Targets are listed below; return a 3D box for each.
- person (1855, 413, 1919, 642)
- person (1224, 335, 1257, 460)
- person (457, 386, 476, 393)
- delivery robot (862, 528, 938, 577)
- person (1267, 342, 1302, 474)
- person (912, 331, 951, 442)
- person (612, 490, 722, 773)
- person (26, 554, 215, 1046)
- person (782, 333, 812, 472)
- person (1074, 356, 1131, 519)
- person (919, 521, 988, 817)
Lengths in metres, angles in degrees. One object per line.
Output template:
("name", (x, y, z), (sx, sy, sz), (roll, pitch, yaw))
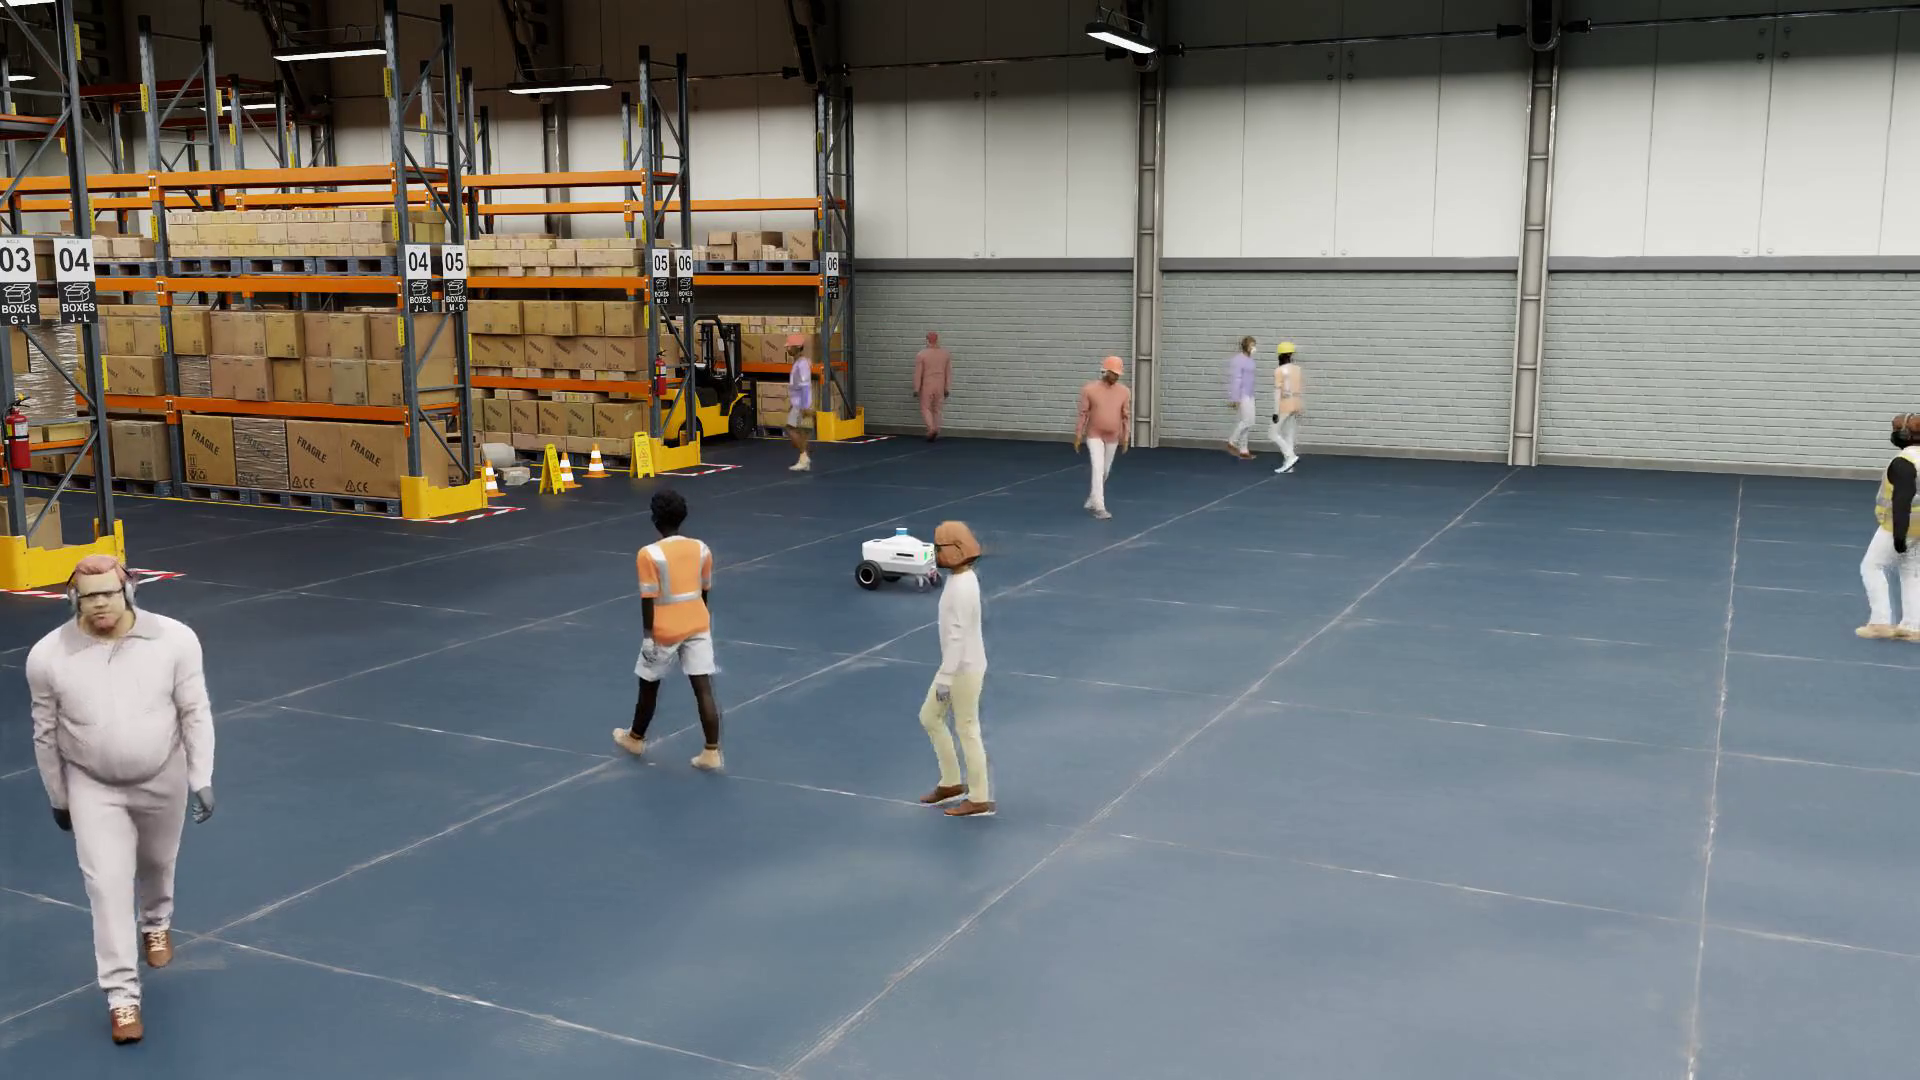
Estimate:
("person", (7.429, -0.102, 13.201), (0.629, 1.820, 0.564), (-7, 11, -35))
("person", (4.423, -2.191, 25.690), (0.432, 1.926, 0.653), (5, 10, 28))
("person", (-8.359, -2.501, 27.974), (0.955, 1.794, 0.593), (5, 10, 26))
("delivery robot", (-0.535, 0.133, 15.353), (0.707, 0.478, 0.477), (5, 10, 26))
("person", (4.680, -1.892, 23.913), (0.443, 1.908, 0.611), (9, 13, 43))
("person", (-0.486, -2.621, 28.450), (0.673, 1.918, 0.455), (-4, 10, -25))
("person", (-1.723, 0.525, 9.858), (0.865, 1.648, 0.553), (9, 13, 44))
("person", (-3.352, 0.952, 6.693), (0.633, 1.857, 1.037), (-6, 11, -31))
("person", (-2.368, -1.973, 24.055), (0.460, 2.022, 0.632), (-2, 10, -13))
("person", (1.700, -1.254, 19.973), (0.657, 1.939, 0.961), (-2, 9, -11))
("person", (-0.061, 0.702, 8.913), (0.491, 1.617, 0.502), (-1, 9, -7))
